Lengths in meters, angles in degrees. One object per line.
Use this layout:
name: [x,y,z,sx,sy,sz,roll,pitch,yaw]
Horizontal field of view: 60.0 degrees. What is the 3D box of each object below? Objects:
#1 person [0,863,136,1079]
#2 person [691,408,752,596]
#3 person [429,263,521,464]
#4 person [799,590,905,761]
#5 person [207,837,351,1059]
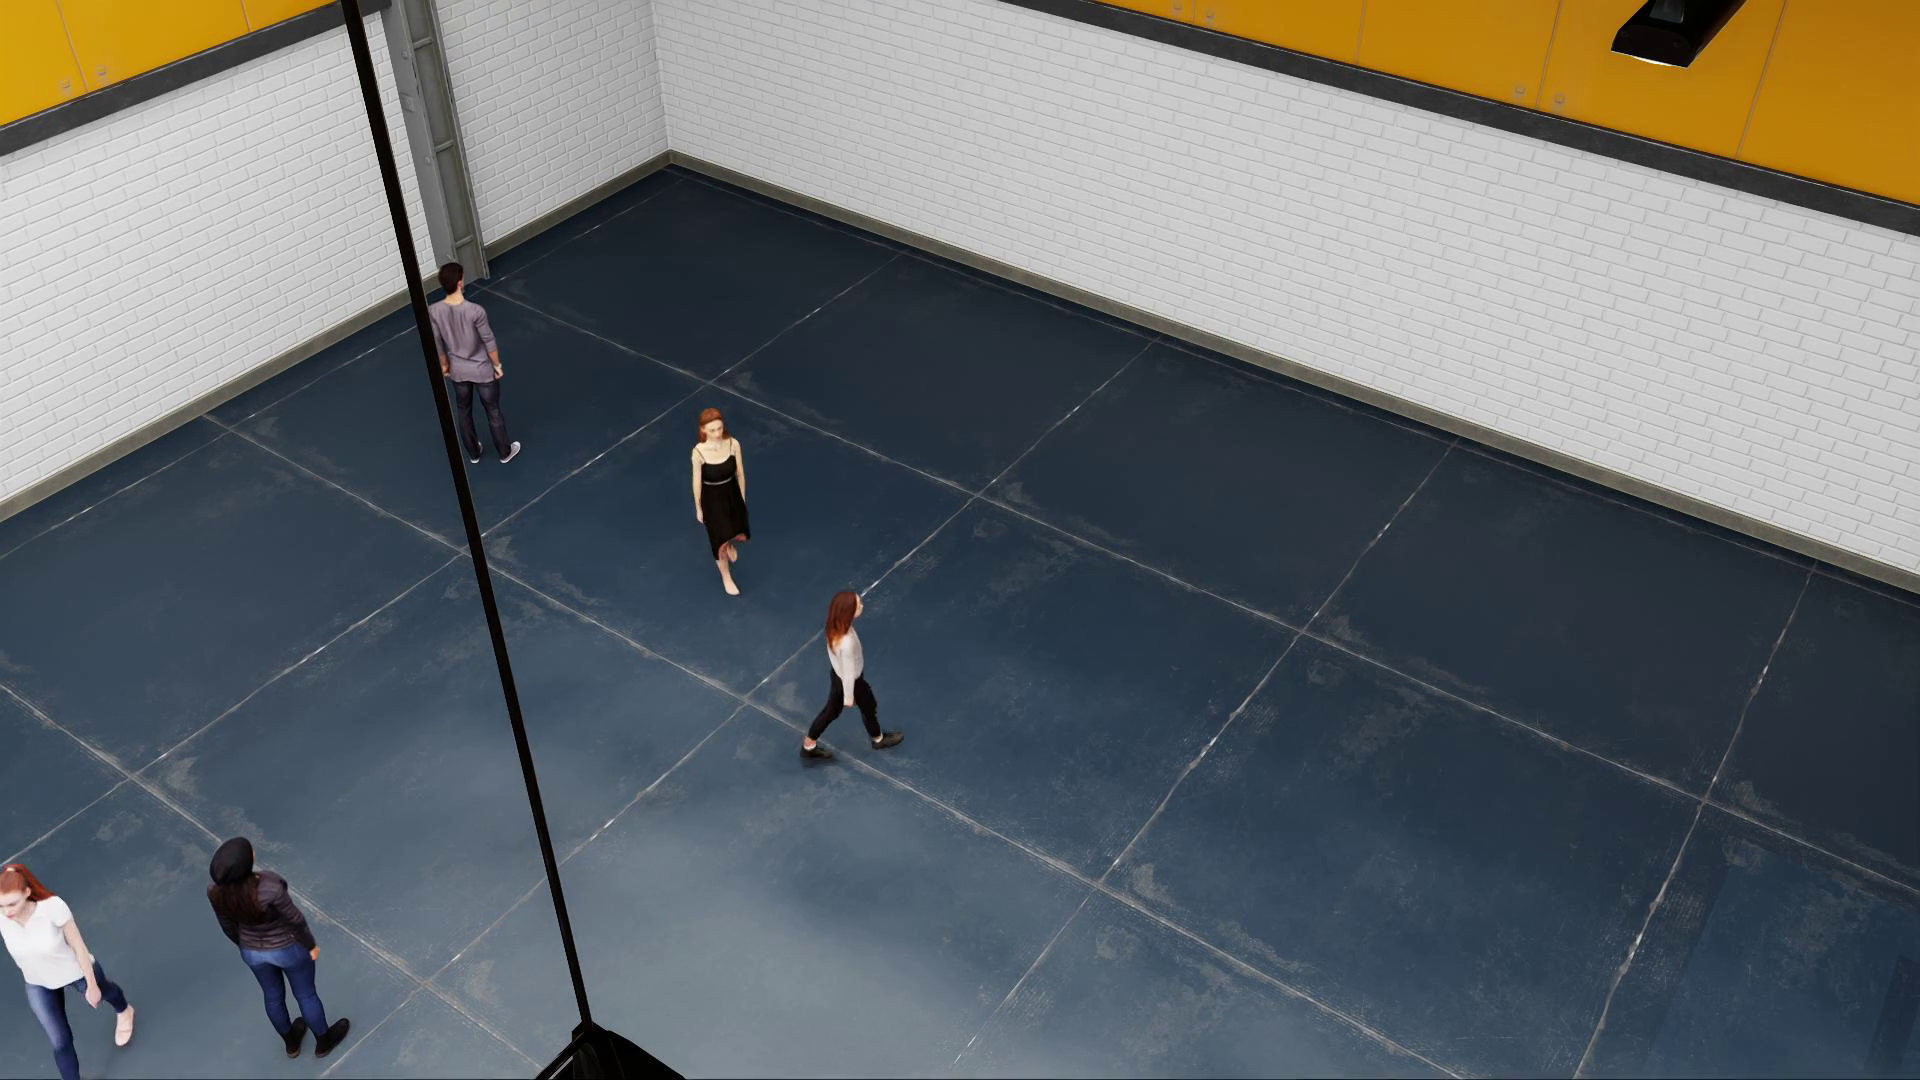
person: [-4.937,2.338,9.230,1.087,1.688,1.152,-6,39,-7]
person: [-1.855,-0.343,12.647,0.808,1.613,0.825,-17,42,-20]
person: [-4.075,-1.450,13.844,0.747,1.850,0.737,2,39,3]
person: [-0.829,0.945,11.162,1.047,1.454,0.900,-13,40,-15]
person: [-3.822,2.279,9.258,0.713,1.745,0.731,3,39,4]
